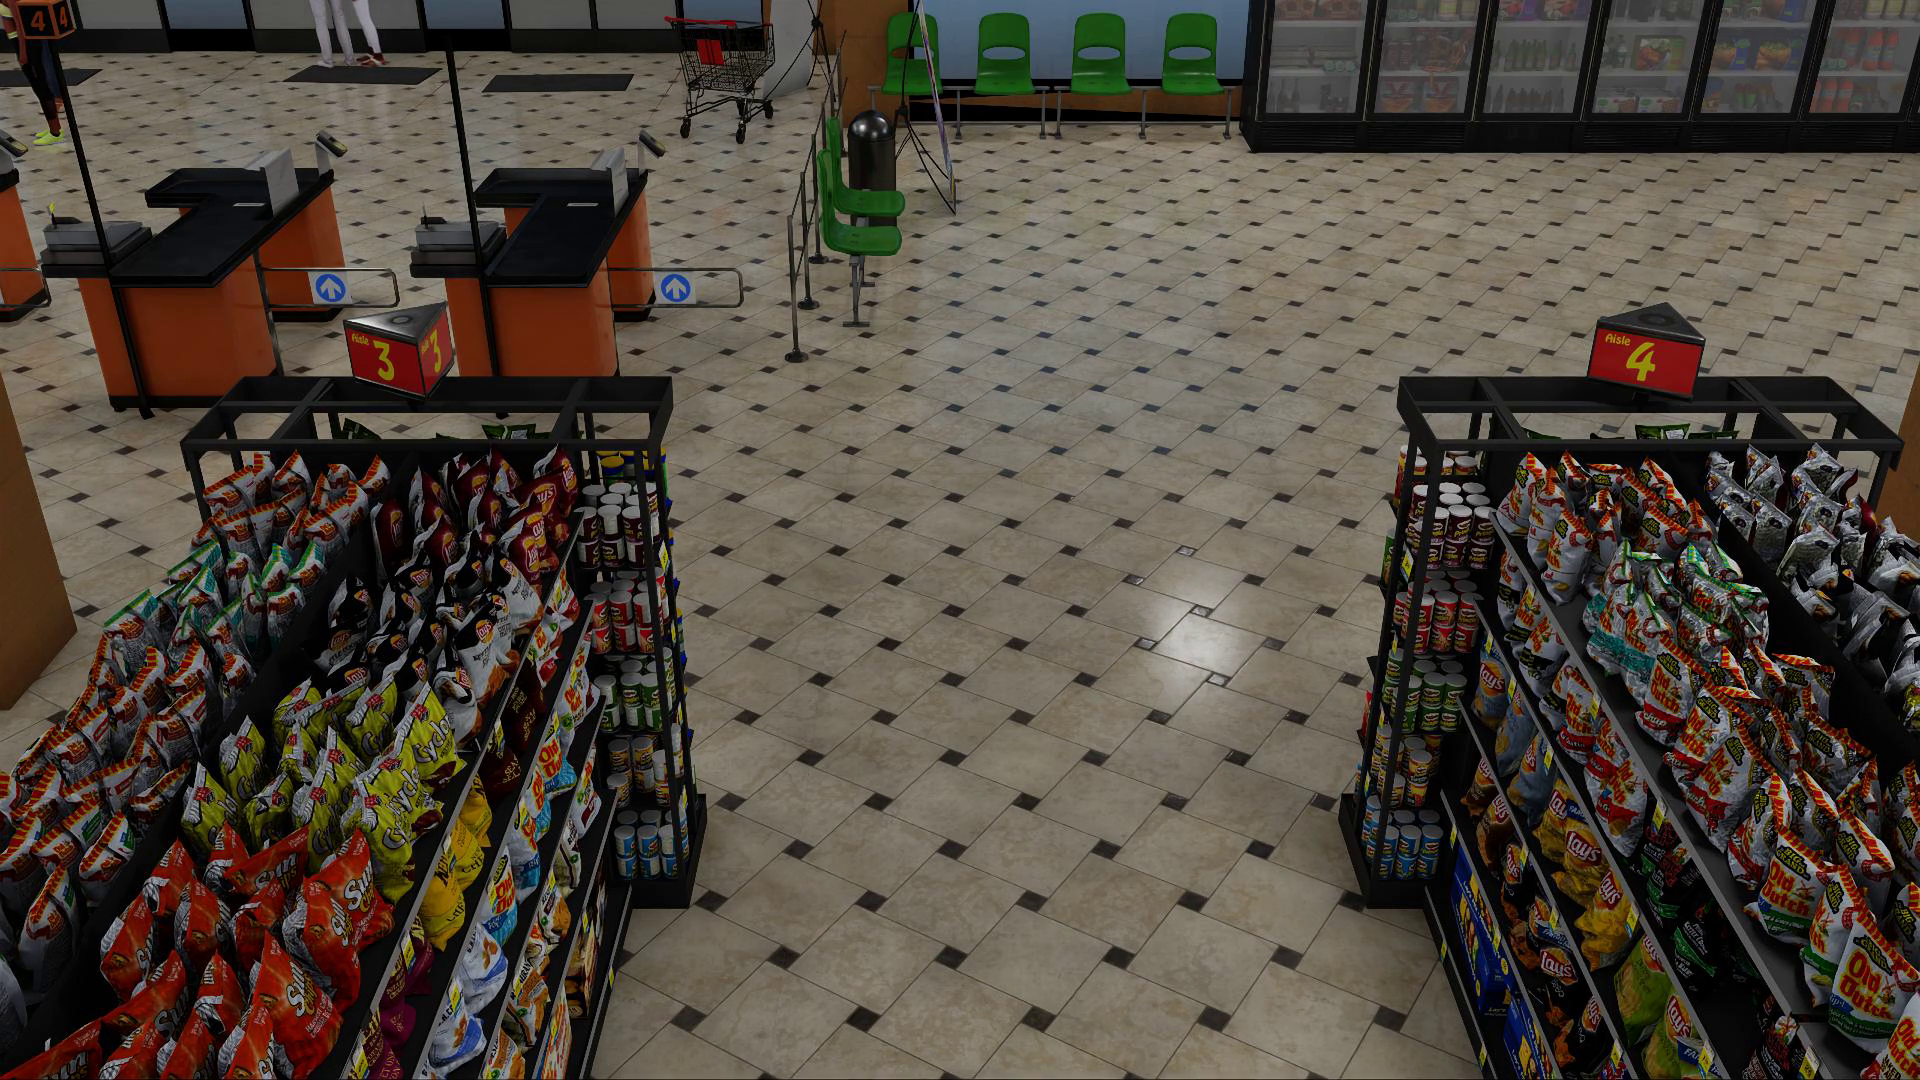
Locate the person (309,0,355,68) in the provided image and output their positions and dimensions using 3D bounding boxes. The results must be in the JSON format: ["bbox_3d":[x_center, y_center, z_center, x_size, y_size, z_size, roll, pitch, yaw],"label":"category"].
[{"bbox_3d":[-7.085,-6.225,18.481,0.741,1.888,0.777,-21,35,-33],"label":"person"}]

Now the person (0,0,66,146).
[{"bbox_3d":[-8.799,-4.642,15.720,0.683,1.754,0.546,-9,30,-17],"label":"person"}]

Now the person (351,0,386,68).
[{"bbox_3d":[-6.752,-6.209,18.624,0.725,1.721,0.602,-13,31,-23],"label":"person"}]
